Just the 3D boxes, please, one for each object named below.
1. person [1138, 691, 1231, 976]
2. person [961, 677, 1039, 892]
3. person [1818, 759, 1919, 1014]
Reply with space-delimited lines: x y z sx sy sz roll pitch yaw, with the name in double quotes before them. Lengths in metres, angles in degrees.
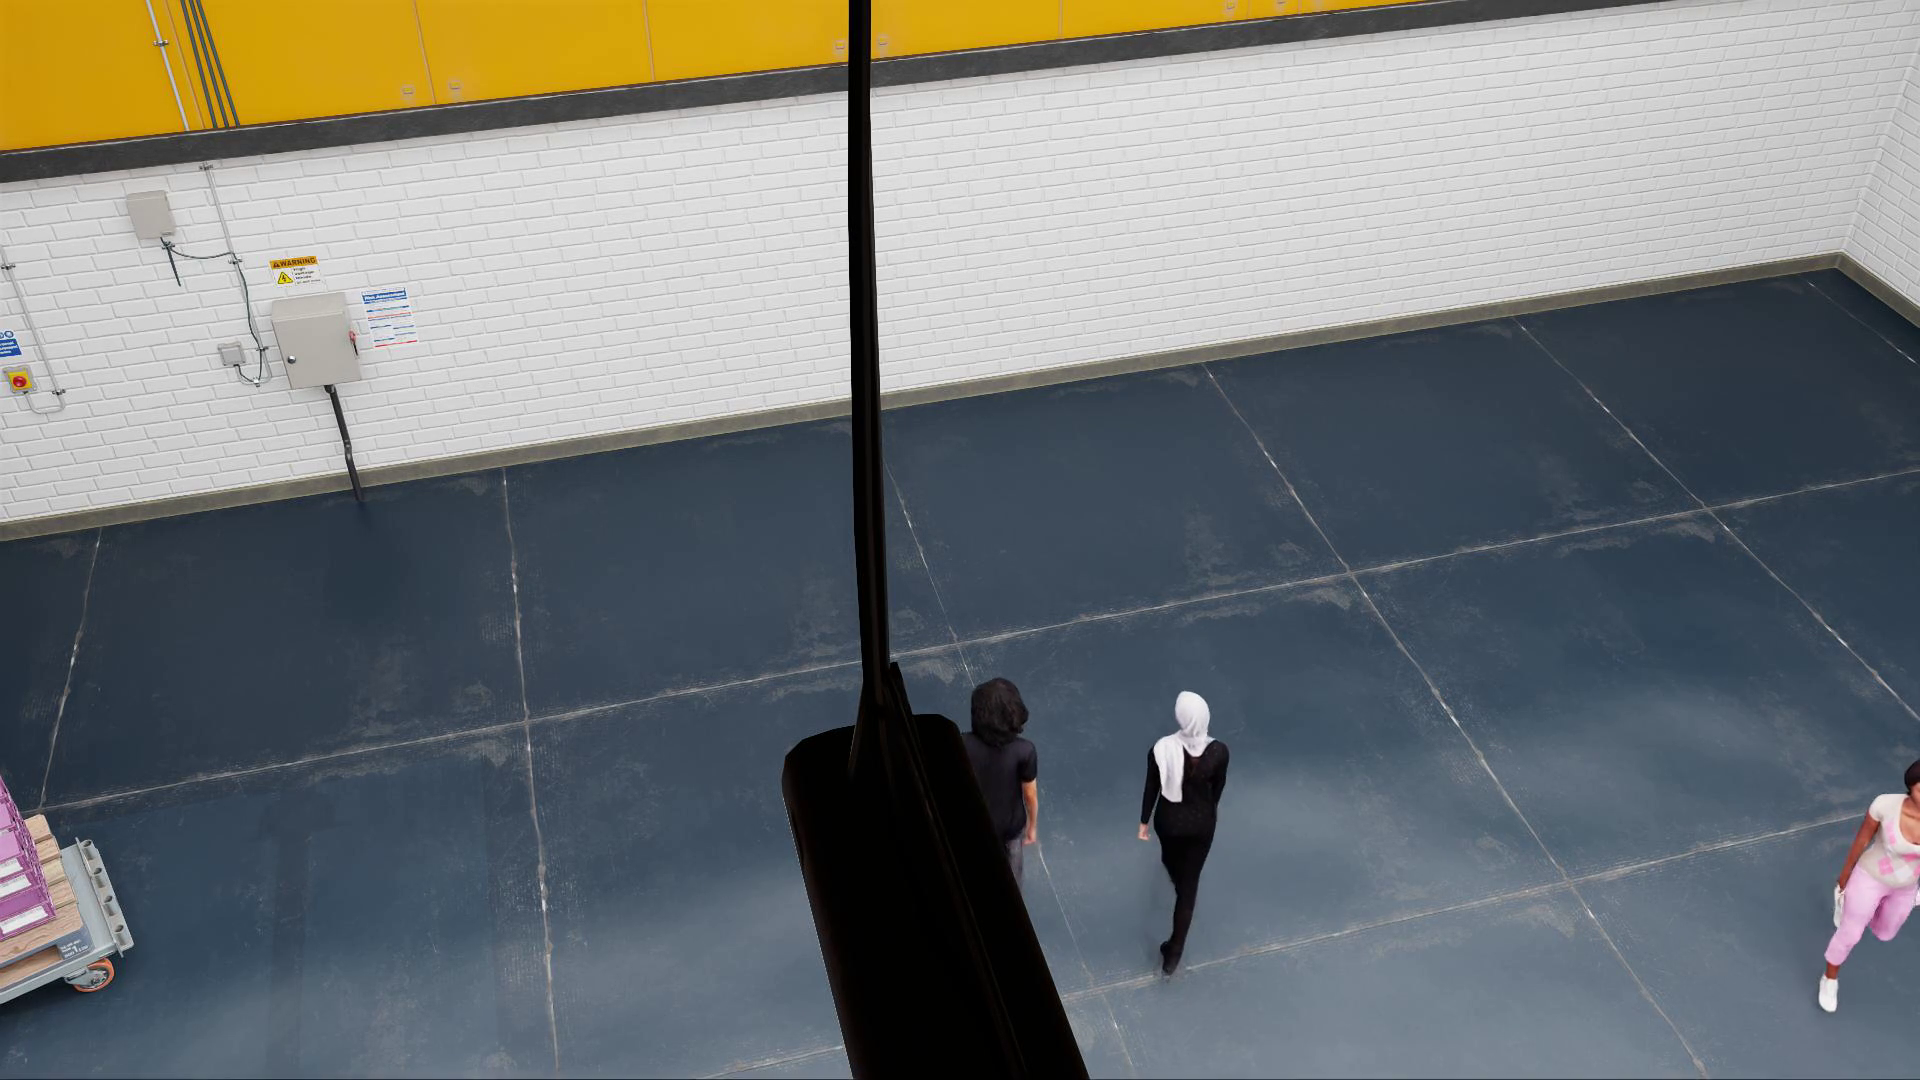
"person" 1.238 1.649 9.094 0.885 1.721 1.232 2 39 2
"person" 0.174 1.557 9.131 0.715 1.818 0.737 3 39 4
"person" 4.943 1.777 8.931 0.839 1.723 1.011 8 39 10
